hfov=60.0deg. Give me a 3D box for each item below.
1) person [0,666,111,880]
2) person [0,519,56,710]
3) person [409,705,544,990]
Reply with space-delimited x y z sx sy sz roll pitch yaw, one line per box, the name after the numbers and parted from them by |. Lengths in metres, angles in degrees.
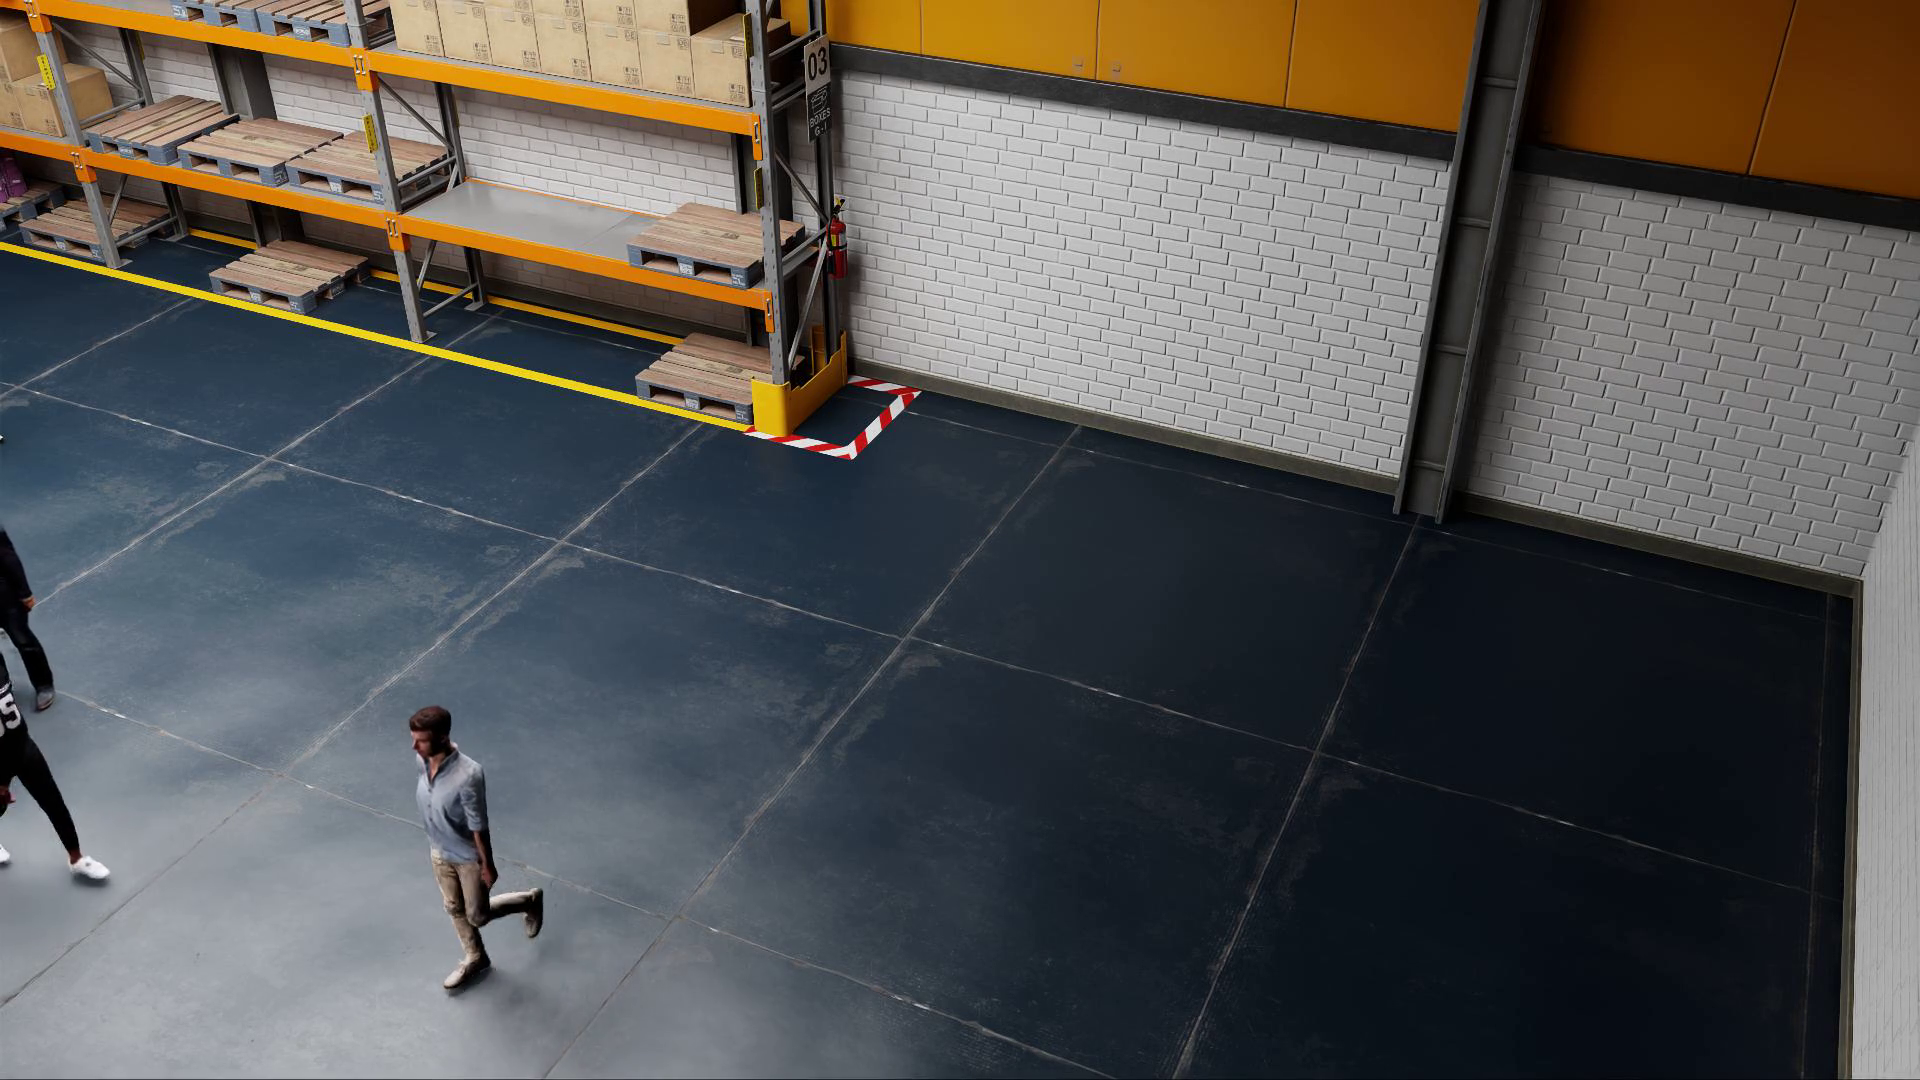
-5.569 1.273 9.556 1.158 1.697 0.650 12 35 17 | person
-6.374 0.330 10.873 0.742 1.810 0.838 -7 34 -10 | person
-2.605 1.609 8.929 0.888 1.831 0.809 22 39 29 | person
